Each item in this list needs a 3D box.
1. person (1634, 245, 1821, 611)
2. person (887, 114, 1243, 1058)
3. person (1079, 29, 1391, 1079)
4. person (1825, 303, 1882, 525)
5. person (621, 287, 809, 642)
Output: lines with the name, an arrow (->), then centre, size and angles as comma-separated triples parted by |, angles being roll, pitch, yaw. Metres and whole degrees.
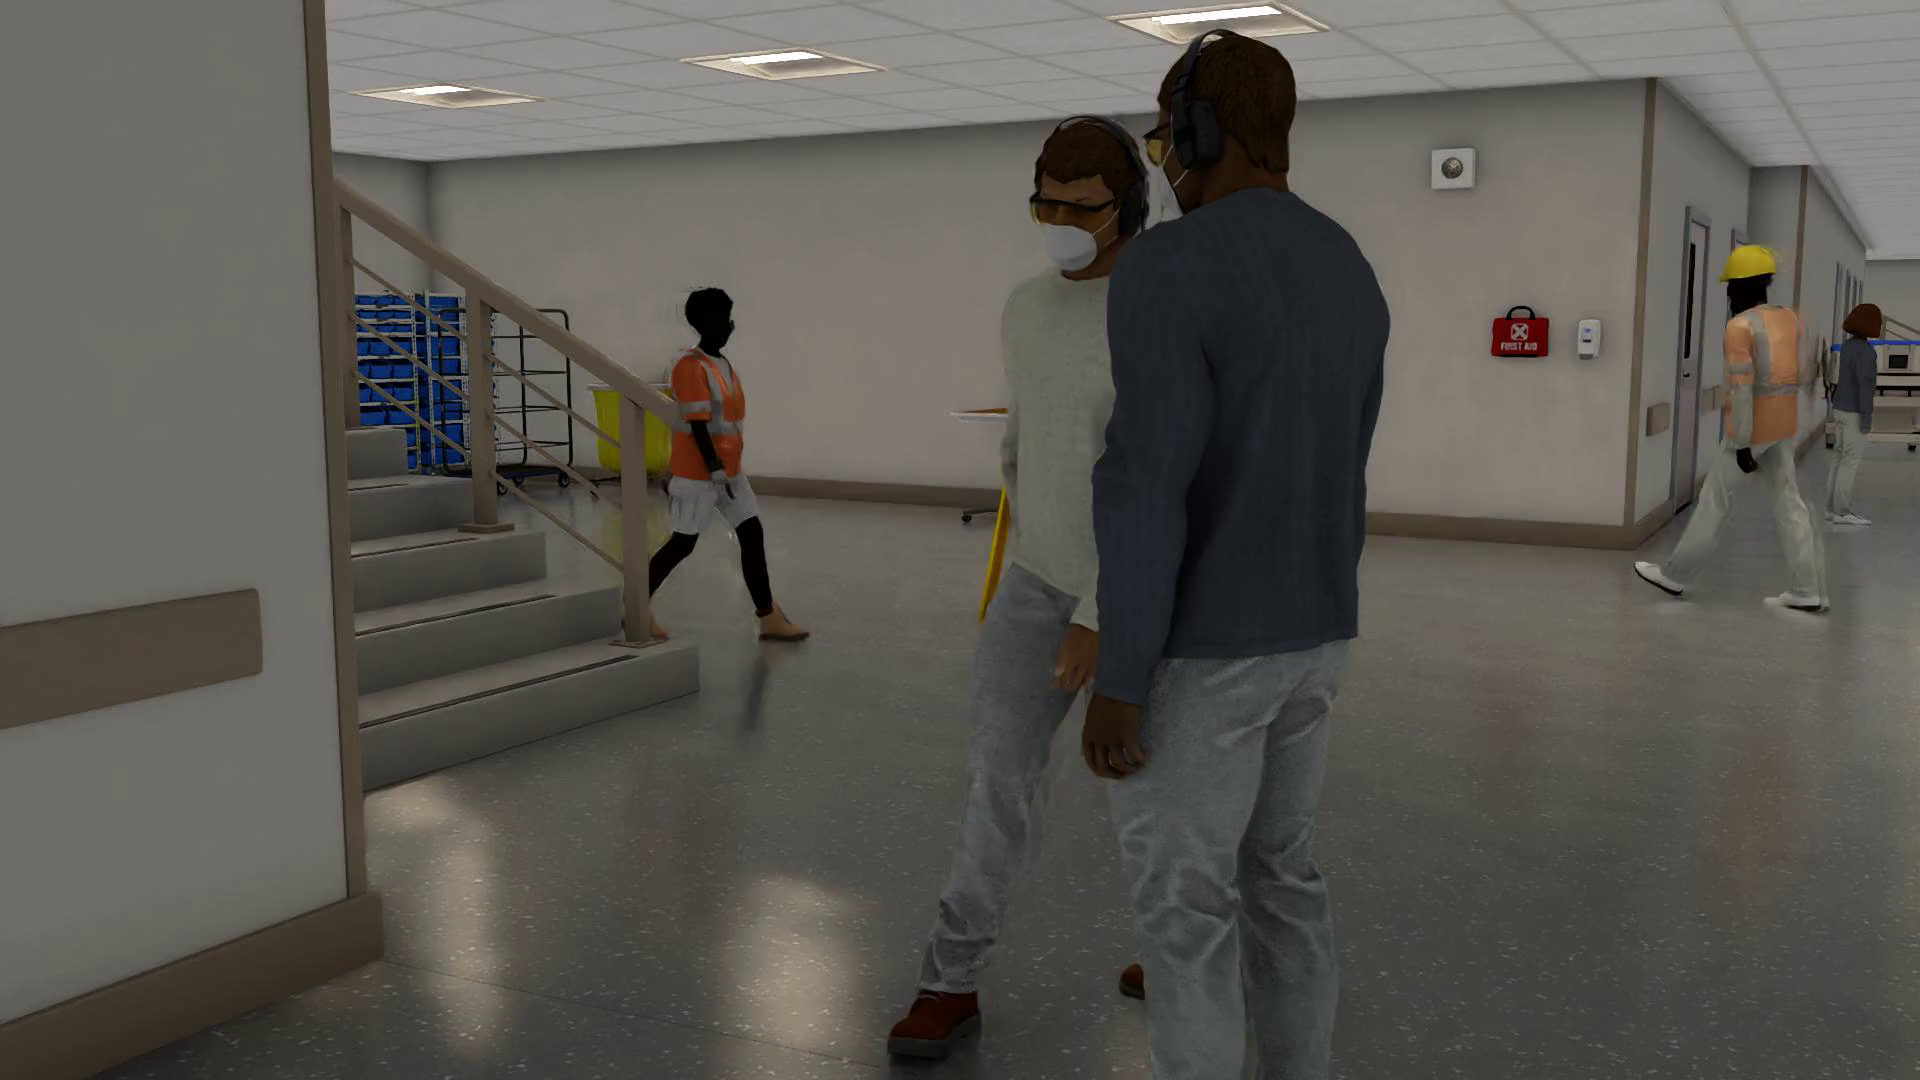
person -> 4.107, -0.590, 8.733 | 0.611, 1.875, 0.989 | -5, 9, -31
person -> 0.298, 0.107, 3.395 | 0.889, 1.886, 0.634 | -7, 10, -43
person -> 0.429, 0.179, 2.626 | 0.386, 1.928, 0.641 | 7, 10, 43
person -> 6.582, -0.920, 12.228 | 0.281, 1.624, 0.493 | 1, 7, 9
person -> -1.188, -0.330, 7.604 | 0.844, 1.647, 0.527 | 3, 8, 19
